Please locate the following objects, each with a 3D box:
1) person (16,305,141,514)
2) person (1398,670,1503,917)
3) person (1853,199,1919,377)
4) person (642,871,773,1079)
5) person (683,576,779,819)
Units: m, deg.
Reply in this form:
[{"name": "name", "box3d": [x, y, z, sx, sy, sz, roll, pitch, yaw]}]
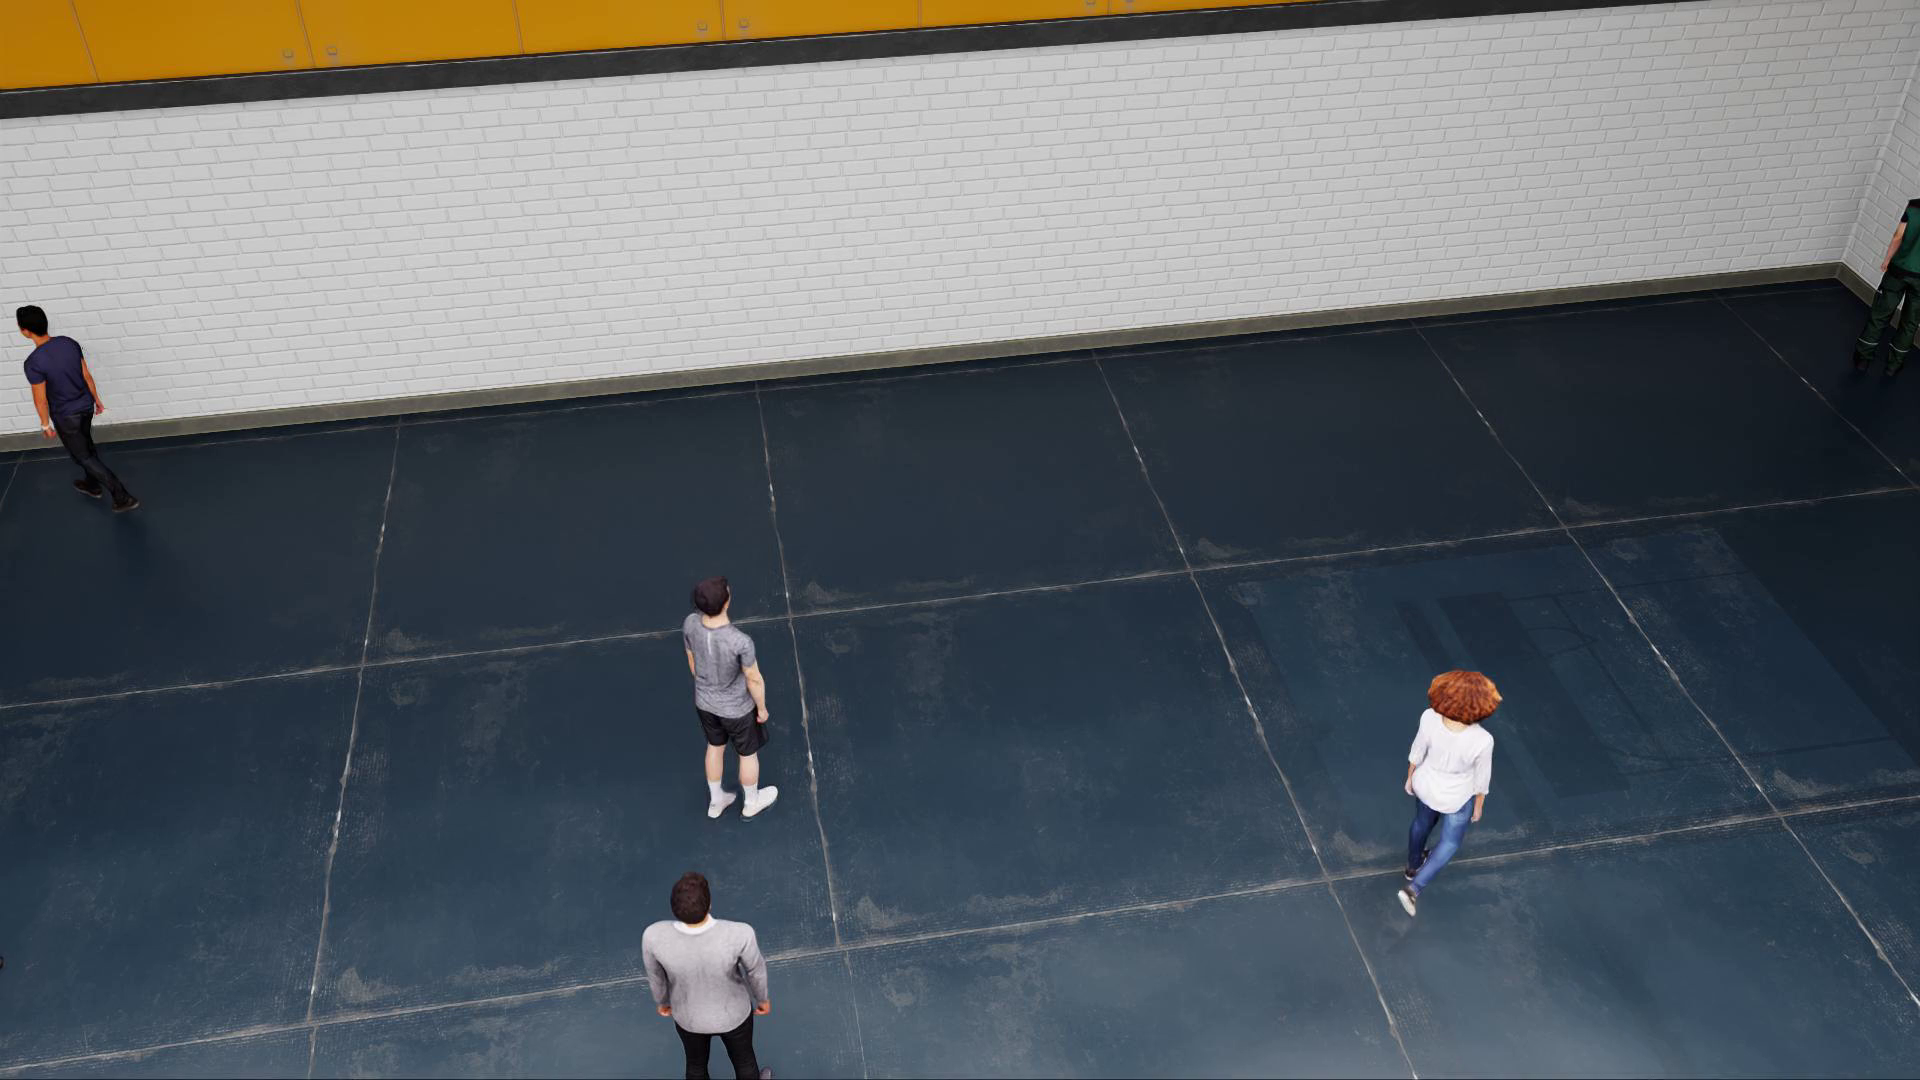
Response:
[{"name": "person", "box3d": [-6.630, -0.948, 12.506, 1.019, 1.770, 1.042, 13, 40, 16]}, {"name": "person", "box3d": [2.738, 1.470, 9.536, 0.959, 1.698, 0.984, 30, 47, 32]}, {"name": "person", "box3d": [8.068, -2.276, 14.064, 0.758, 1.901, 0.782, 17, 42, 20]}, {"name": "person", "box3d": [-1.245, 2.313, 8.299, 0.757, 1.924, 0.657, -2, 39, -3]}, {"name": "person", "box3d": [-1.424, 0.955, 10.019, 0.800, 1.900, 0.848, 18, 42, 22]}]
